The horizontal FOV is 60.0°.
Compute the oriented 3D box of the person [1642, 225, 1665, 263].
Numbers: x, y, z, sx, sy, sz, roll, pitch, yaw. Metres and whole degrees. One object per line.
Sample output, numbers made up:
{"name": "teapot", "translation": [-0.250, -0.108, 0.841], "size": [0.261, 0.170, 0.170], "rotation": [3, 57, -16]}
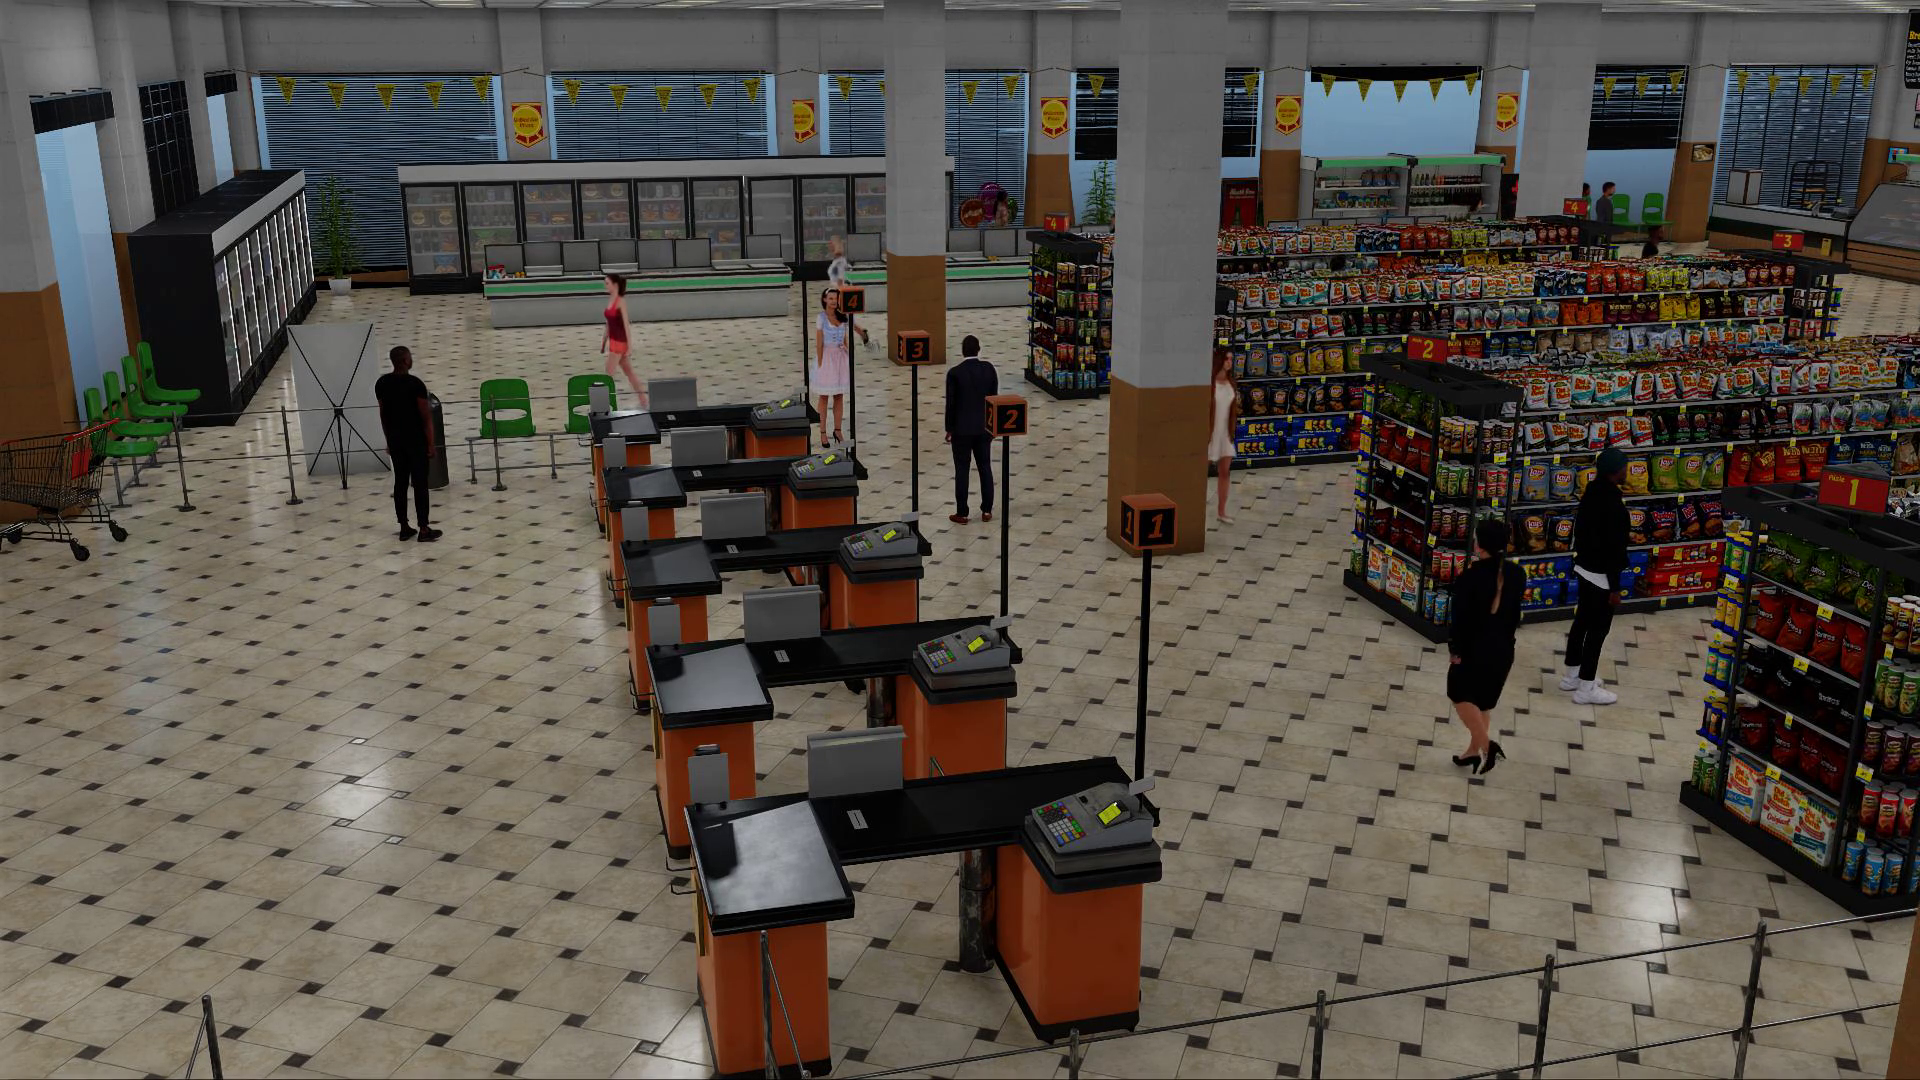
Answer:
{"name": "person", "translation": [10.321, -3.854, 25.155], "size": [0.957, 1.799, 0.877], "rotation": [5, 18, 16]}

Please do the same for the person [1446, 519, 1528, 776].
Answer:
{"name": "person", "translation": [3.291, 0.716, 10.339], "size": [0.738, 1.663, 0.783], "rotation": [-6, 18, -20]}

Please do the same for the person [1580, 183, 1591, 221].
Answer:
{"name": "person", "translation": [12.206, -6.150, 32.793], "size": [0.589, 1.754, 0.613], "rotation": [0, 17, 1]}

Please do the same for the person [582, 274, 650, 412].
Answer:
{"name": "person", "translation": [-4.136, -2.404, 20.542], "size": [1.203, 1.706, 0.831], "rotation": [-11, 20, -31]}

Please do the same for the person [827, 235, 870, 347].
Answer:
{"name": "person", "translation": [-1.703, -3.573, 24.354], "size": [0.982, 1.726, 0.656], "rotation": [-7, 18, -21]}

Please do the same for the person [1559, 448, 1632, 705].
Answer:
{"name": "person", "translation": [4.459, 0.239, 11.644], "size": [0.645, 1.818, 0.704], "rotation": [-1, 17, -4]}

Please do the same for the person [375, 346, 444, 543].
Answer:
{"name": "person", "translation": [-5.106, -0.892, 15.367], "size": [0.670, 1.819, 0.805], "rotation": [4, 17, 14]}

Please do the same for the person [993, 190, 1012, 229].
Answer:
{"name": "person", "translation": [0.680, -5.554, 30.822], "size": [1.077, 1.759, 0.628], "rotation": [-3, 17, -9]}

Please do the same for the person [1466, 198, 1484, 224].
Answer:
{"name": "person", "translation": [10.029, -5.971, 32.711], "size": [0.935, 1.461, 0.869], "rotation": [9, 19, 28]}

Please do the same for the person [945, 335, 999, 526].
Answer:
{"name": "person", "translation": [0.112, -1.056, 15.898], "size": [0.541, 1.824, 0.743], "rotation": [-5, 18, -17]}

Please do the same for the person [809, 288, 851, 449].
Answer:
{"name": "person", "translation": [-1.458, -1.968, 18.912], "size": [0.781, 1.818, 0.865], "rotation": [-12, 20, -34]}

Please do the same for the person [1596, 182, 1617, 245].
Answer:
{"name": "person", "translation": [12.191, -5.870, 31.713], "size": [1.143, 1.848, 1.099], "rotation": [9, 19, 28]}
